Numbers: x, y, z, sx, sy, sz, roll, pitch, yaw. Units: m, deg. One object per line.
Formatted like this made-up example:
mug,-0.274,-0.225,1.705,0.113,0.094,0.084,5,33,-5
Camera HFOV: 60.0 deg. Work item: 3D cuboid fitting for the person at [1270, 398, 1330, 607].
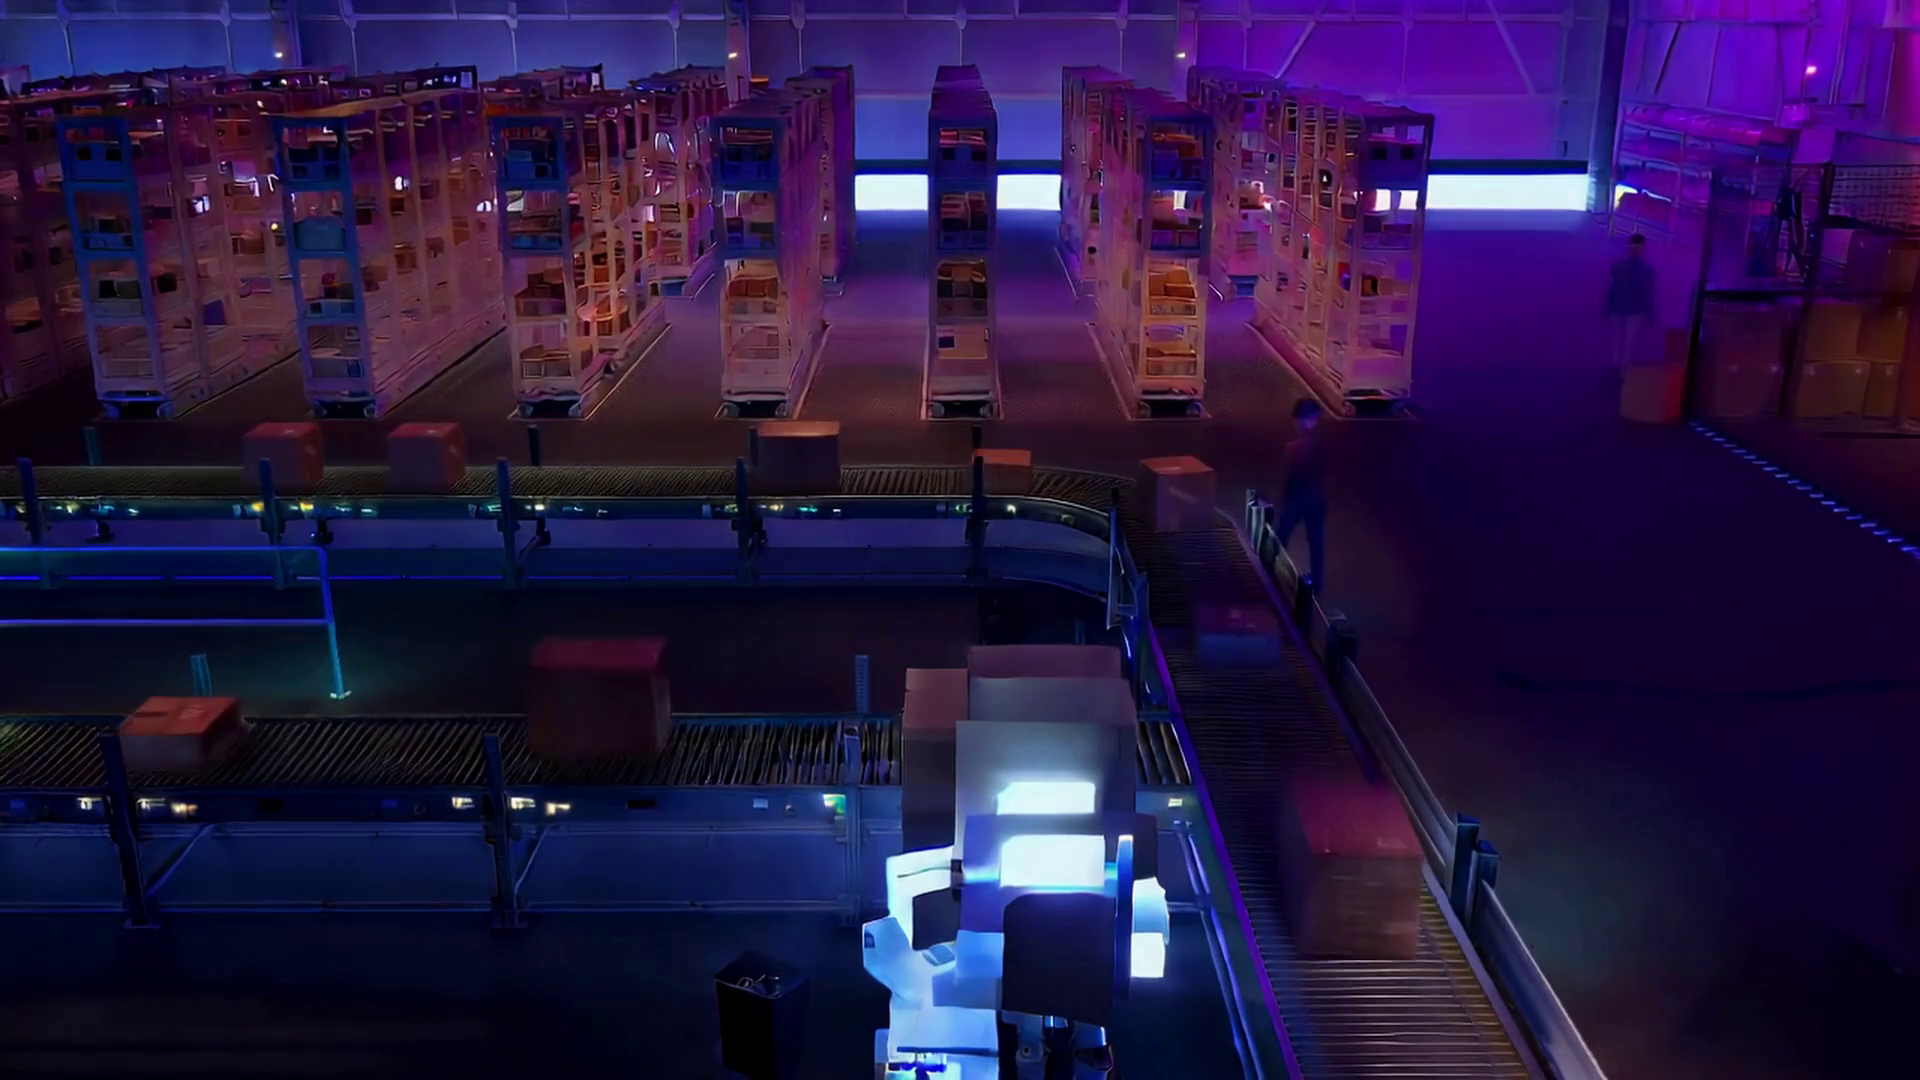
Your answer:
person,2.788,-0.342,13.868,0.547,1.729,0.834,-11,21,-30

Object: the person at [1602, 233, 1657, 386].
person,8.741,-3.000,21.687,0.663,1.967,0.512,13,22,35

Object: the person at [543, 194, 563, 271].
person,-6.724,-4.756,27.327,0.483,1.826,0.592,1,18,2
